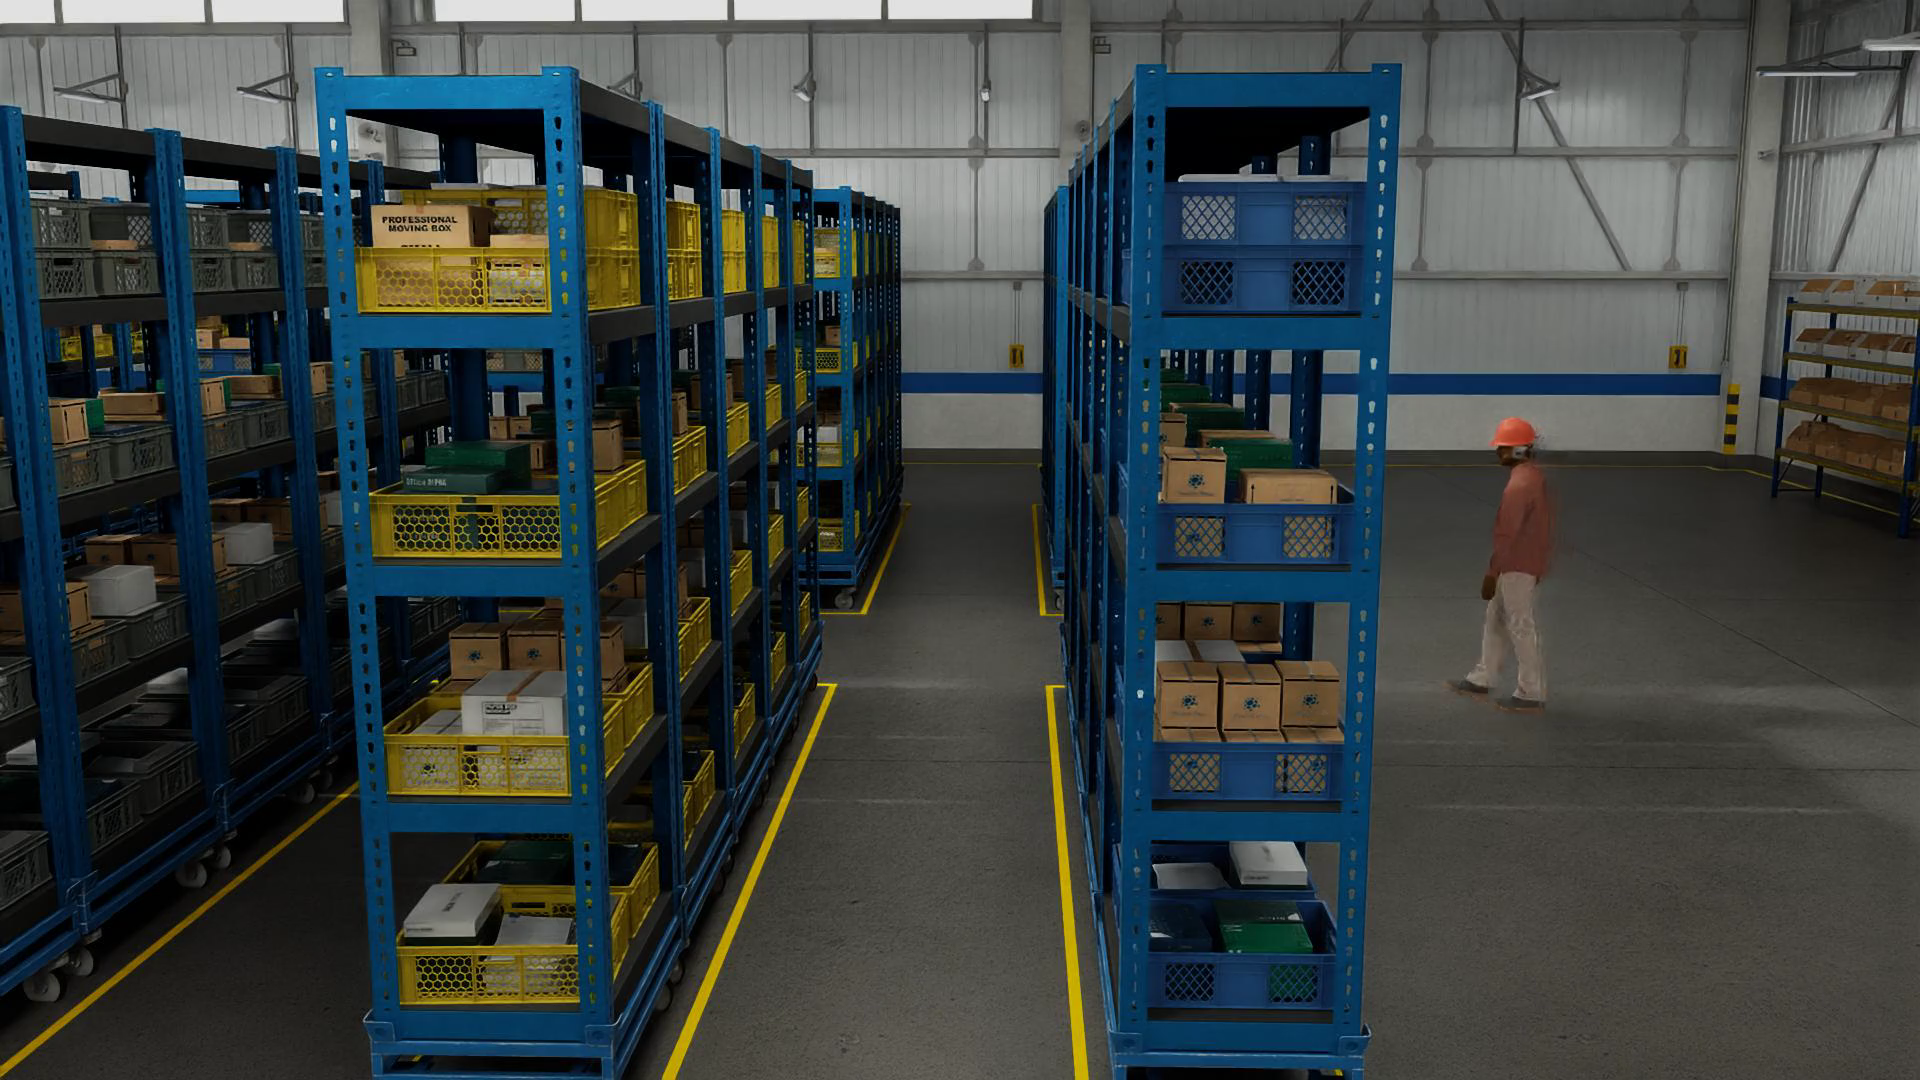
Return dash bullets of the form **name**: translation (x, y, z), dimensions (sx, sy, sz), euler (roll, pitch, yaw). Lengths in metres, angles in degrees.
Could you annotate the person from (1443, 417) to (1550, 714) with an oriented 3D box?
- **person**: translation (3.561, 0.169, 11.070), dimensions (0.760, 1.971, 0.652), euler (5, 11, 27)
